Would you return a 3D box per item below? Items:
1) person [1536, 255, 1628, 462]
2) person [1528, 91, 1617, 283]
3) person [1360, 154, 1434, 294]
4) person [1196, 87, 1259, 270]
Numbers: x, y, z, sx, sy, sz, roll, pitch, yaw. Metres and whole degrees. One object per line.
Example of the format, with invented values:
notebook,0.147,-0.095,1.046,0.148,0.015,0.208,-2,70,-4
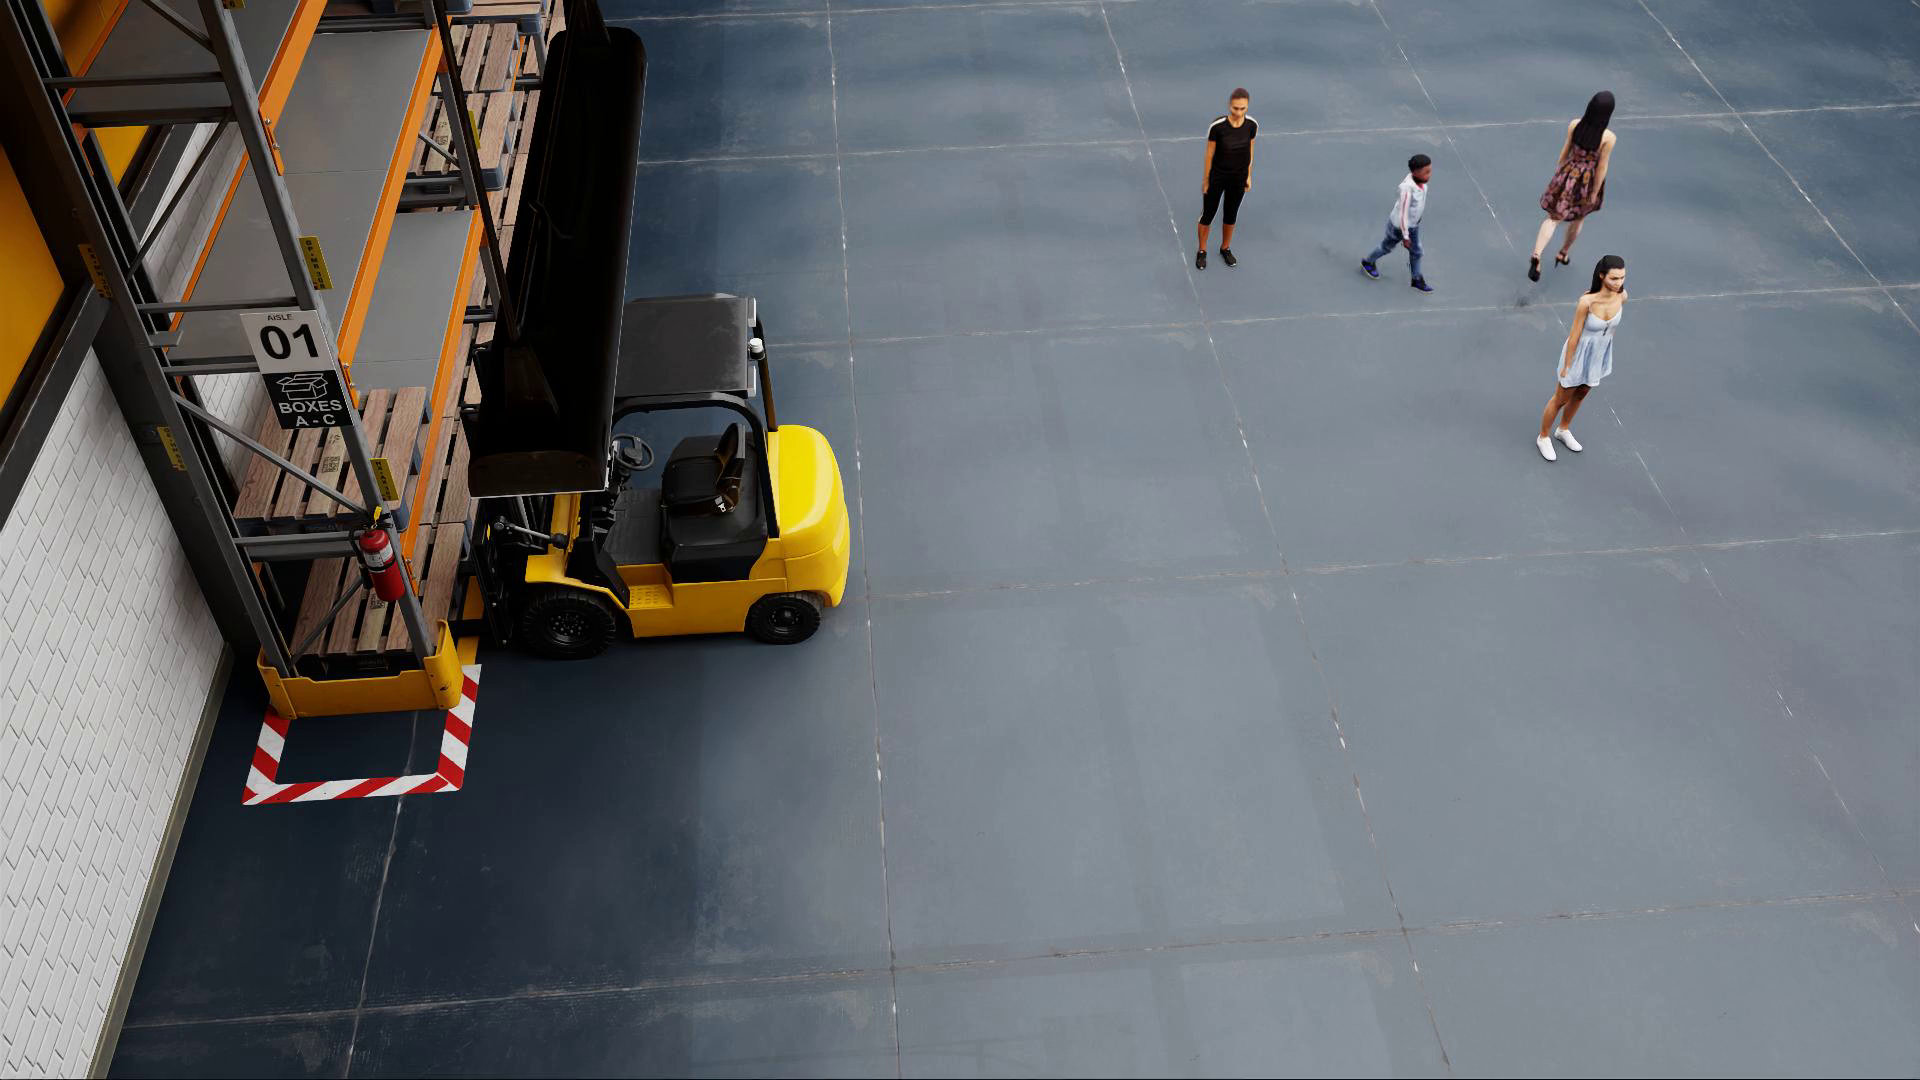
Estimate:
person,4.621,-1.366,12.304,0.650,1.731,0.630,-17,46,-17
person,5.108,-2.903,13.903,1.064,1.749,1.130,30,51,27
person,3.703,-2.705,14.070,0.812,1.233,0.952,-31,52,-29
person,2.265,-3.102,14.171,0.588,1.669,0.517,-6,44,-6
